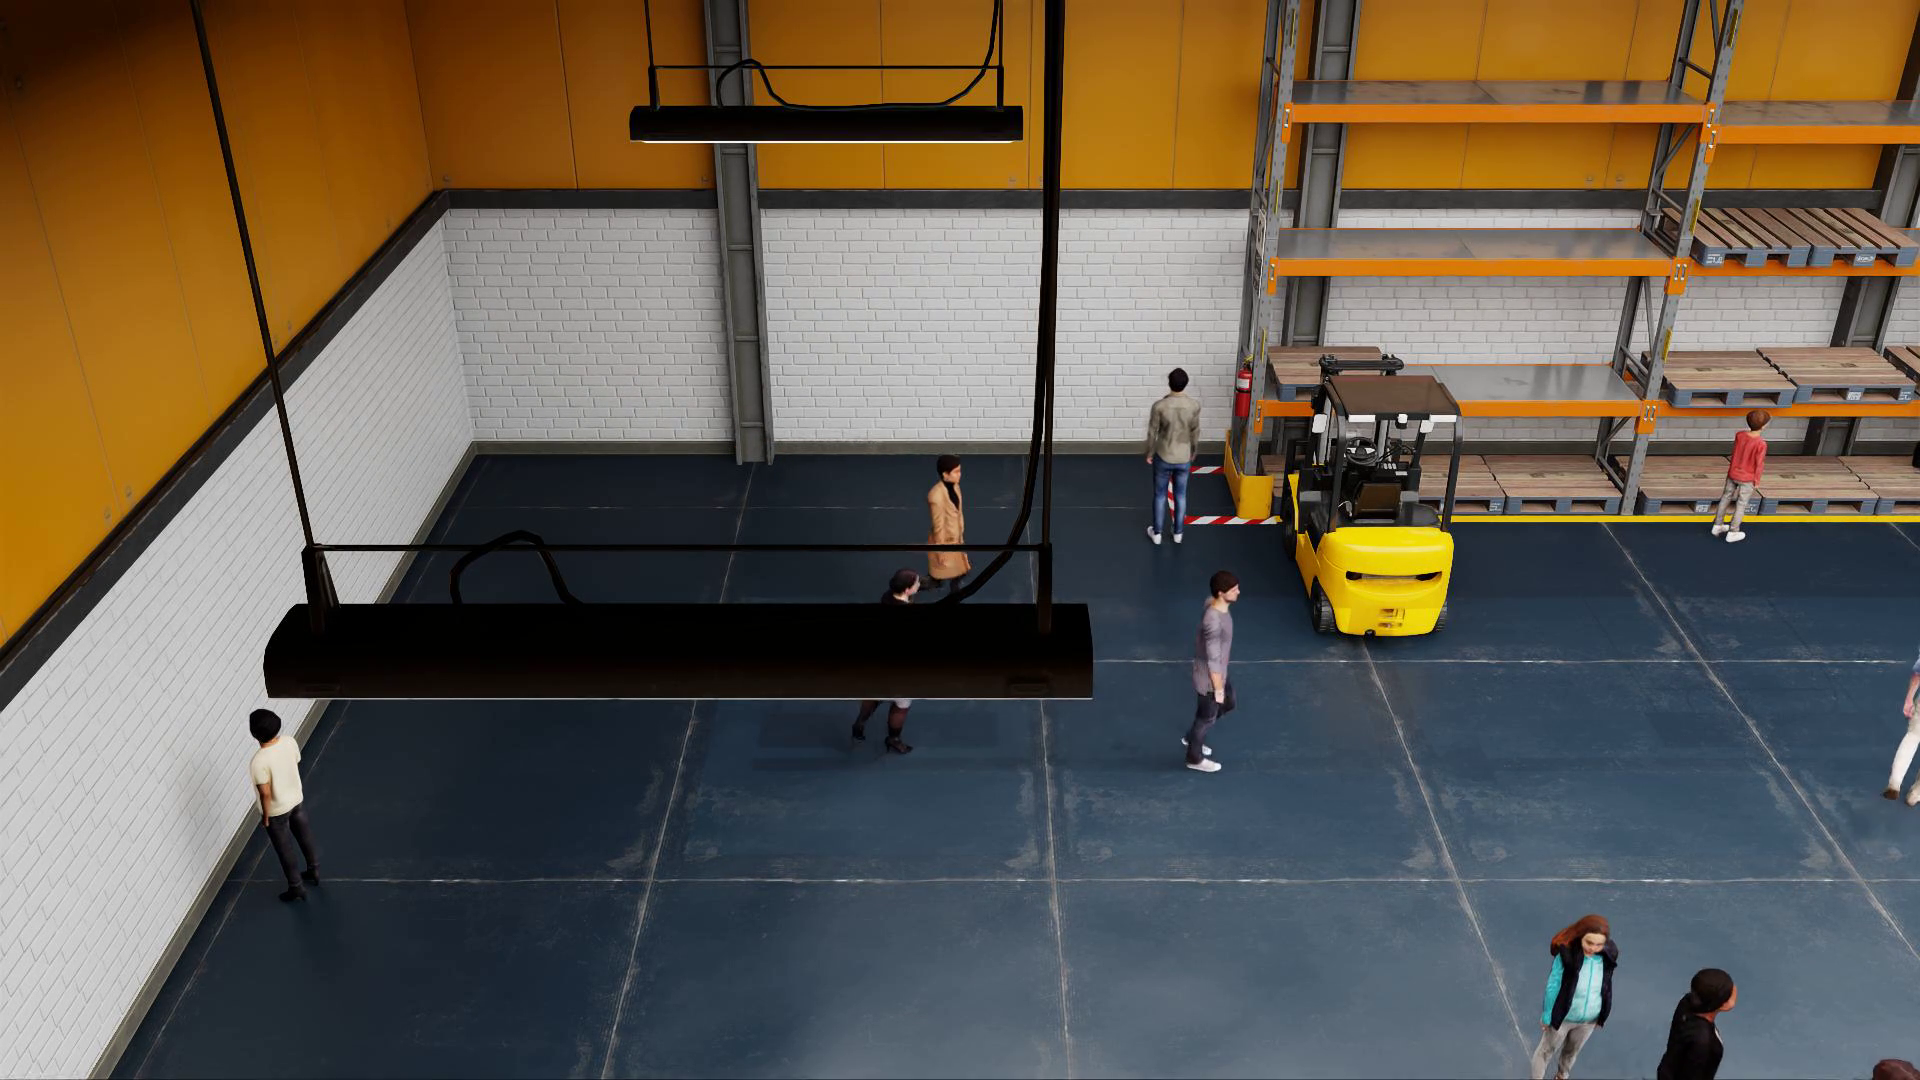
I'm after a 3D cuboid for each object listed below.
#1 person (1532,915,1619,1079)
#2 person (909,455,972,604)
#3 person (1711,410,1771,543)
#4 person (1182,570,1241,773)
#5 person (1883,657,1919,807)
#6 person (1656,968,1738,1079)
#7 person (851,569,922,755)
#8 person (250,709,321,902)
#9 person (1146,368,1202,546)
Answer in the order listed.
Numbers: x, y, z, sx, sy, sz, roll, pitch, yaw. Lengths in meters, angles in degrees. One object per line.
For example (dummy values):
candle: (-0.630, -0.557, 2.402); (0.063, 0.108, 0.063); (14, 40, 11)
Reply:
person: (3.748, 2.867, 10.169); (0.543, 1.500, 0.659); (-4, 29, -7)
person: (-0.206, 0.005, 15.205); (1.107, 1.703, 0.936); (14, 32, 24)
person: (7.863, -0.665, 16.733); (0.606, 1.415, 0.579); (-17, 33, -28)
person: (1.902, 1.033, 13.177); (0.719, 1.840, 0.769); (5, 29, 9)
person: (7.463, 1.304, 12.686); (0.915, 1.834, 0.968); (23, 36, 36)
person: (4.047, 3.122, 9.540); (1.029, 1.654, 0.742); (7, 29, 12)
person: (-0.569, 0.998, 13.353); (0.968, 1.733, 0.858); (-14, 32, -24)
person: (-4.842, 1.884, 11.881); (0.596, 1.587, 0.650); (10, 30, 18)
person: (2.110, -0.823, 16.555); (0.565, 1.864, 0.785); (-4, 29, -6)
